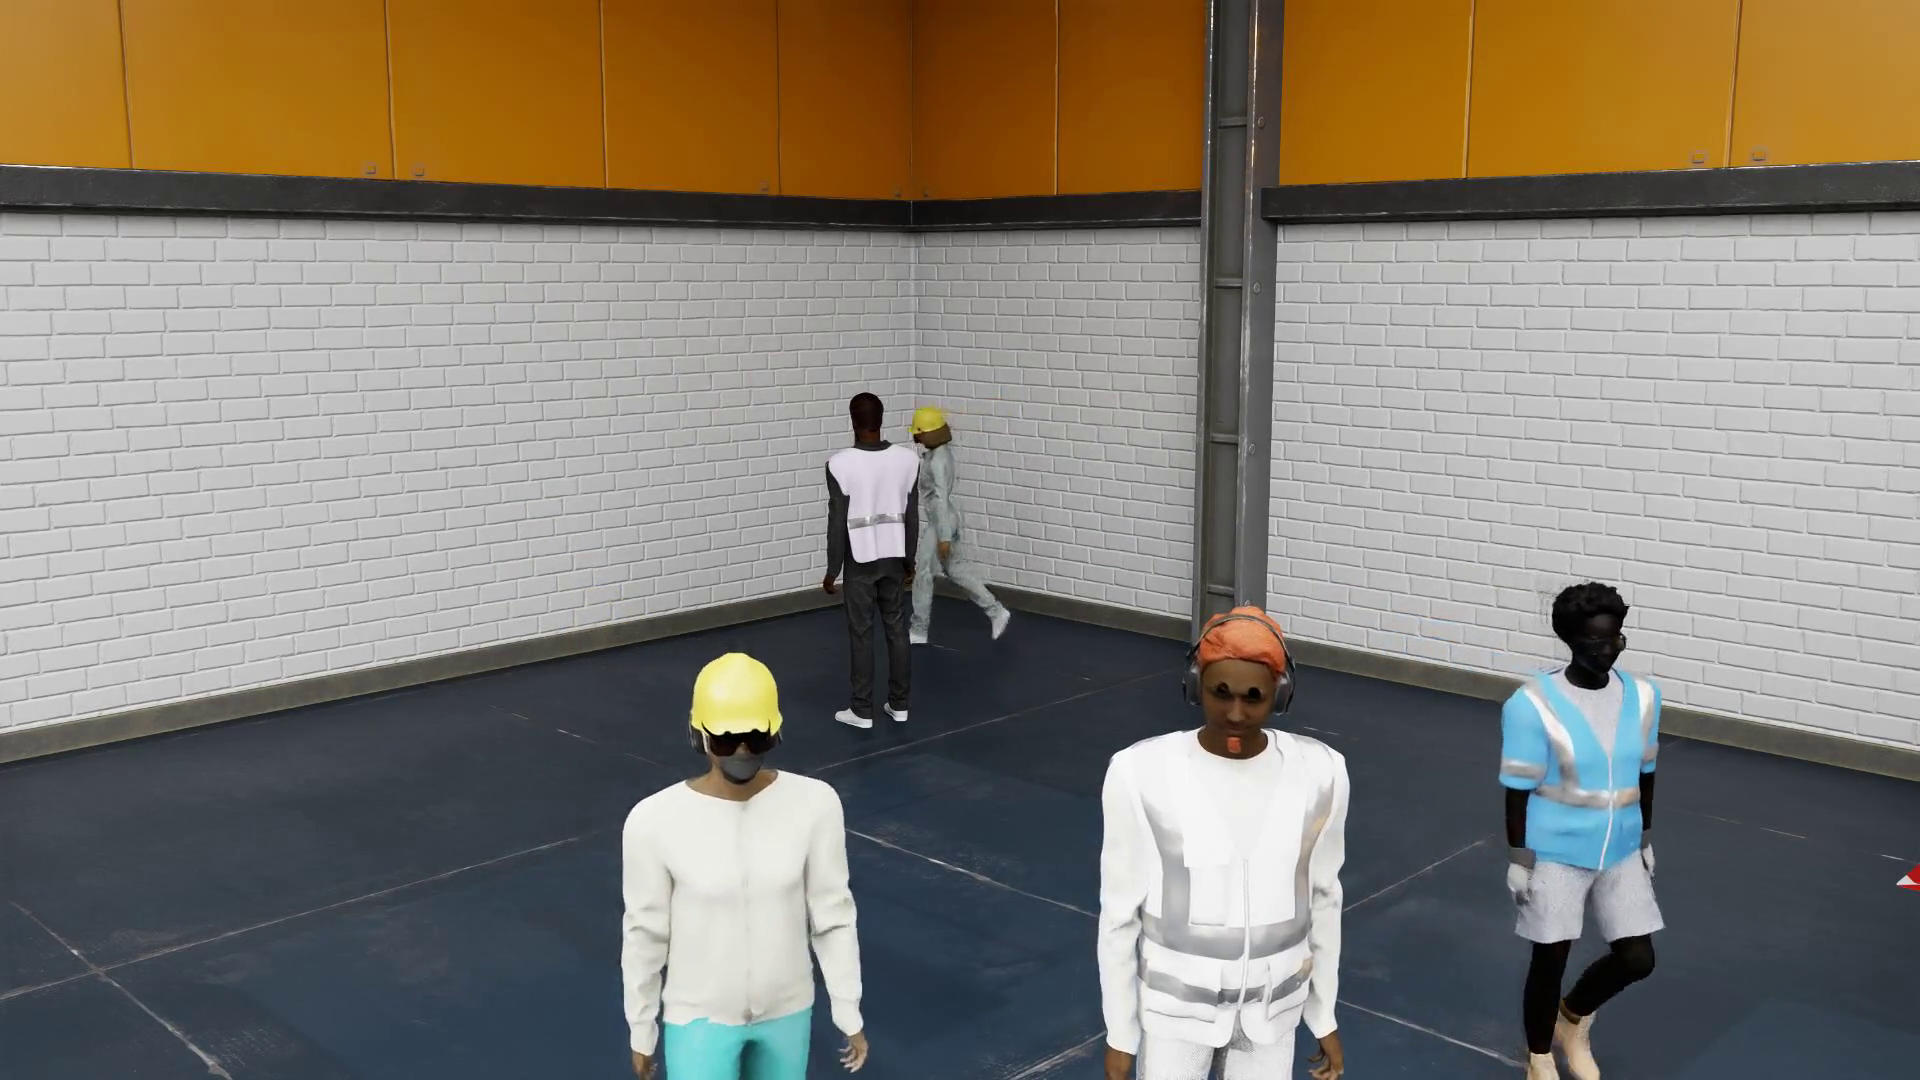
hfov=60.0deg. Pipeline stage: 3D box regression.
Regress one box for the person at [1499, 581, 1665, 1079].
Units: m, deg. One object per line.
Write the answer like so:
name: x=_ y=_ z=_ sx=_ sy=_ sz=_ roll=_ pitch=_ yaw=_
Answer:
person: x=1.887 y=0.952 z=5.066 sx=0.547 sy=1.680 sz=0.371 roll=-2 pitch=9 yaw=-12

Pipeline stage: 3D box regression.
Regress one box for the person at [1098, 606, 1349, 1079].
person: x=0.589 y=1.069 z=3.731 sx=0.576 sy=1.886 sz=0.362 roll=-2 pitch=9 yaw=-10

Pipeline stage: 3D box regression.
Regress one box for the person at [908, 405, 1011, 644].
person: x=-0.070 y=-0.093 z=11.445 sx=0.790 sy=1.696 sz=0.552 roll=1 pitch=9 yaw=6

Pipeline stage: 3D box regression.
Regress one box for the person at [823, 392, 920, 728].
person: x=-0.495 y=0.118 z=9.480 sx=0.588 sy=1.914 sz=0.392 roll=-6 pitch=11 yaw=-31

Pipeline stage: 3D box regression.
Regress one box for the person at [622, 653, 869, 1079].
person: x=-0.497 y=1.112 z=3.867 sx=0.536 sy=1.749 sz=0.439 roll=-4 pitch=10 yaw=-25
